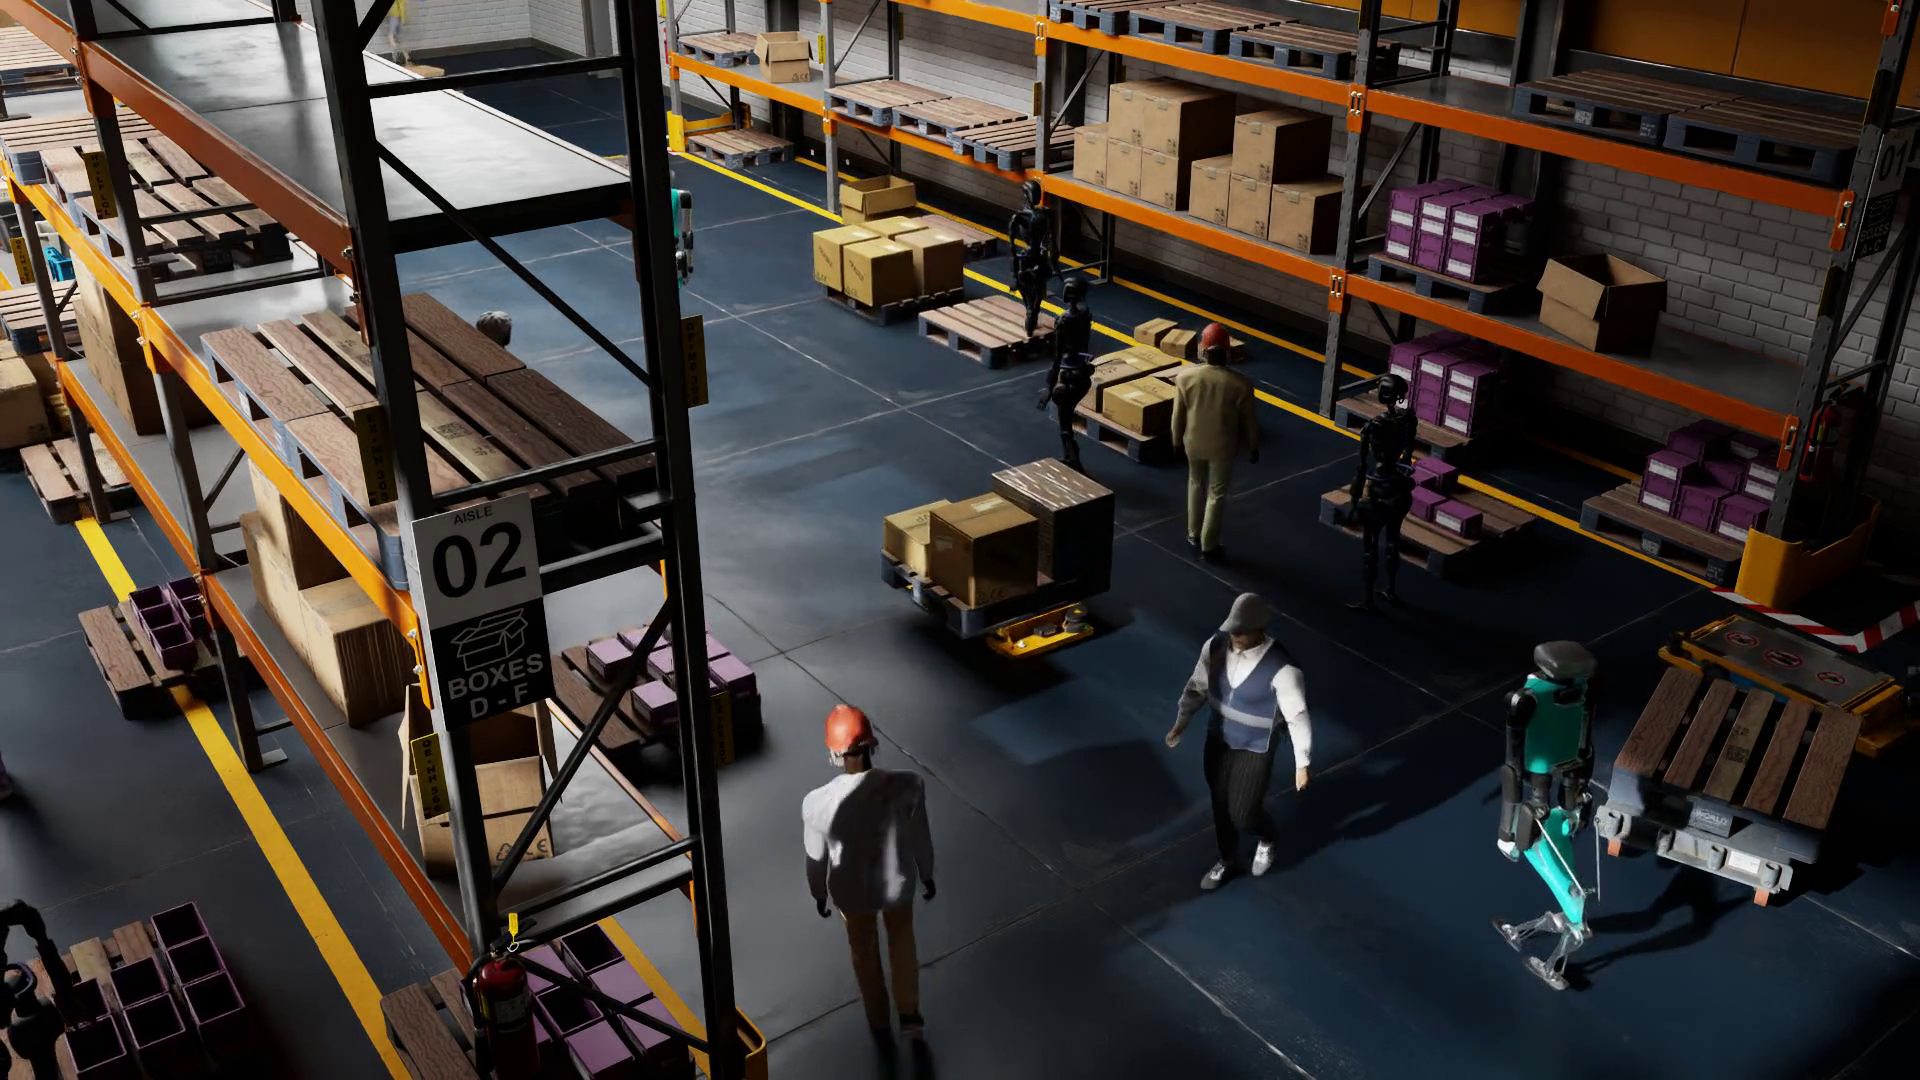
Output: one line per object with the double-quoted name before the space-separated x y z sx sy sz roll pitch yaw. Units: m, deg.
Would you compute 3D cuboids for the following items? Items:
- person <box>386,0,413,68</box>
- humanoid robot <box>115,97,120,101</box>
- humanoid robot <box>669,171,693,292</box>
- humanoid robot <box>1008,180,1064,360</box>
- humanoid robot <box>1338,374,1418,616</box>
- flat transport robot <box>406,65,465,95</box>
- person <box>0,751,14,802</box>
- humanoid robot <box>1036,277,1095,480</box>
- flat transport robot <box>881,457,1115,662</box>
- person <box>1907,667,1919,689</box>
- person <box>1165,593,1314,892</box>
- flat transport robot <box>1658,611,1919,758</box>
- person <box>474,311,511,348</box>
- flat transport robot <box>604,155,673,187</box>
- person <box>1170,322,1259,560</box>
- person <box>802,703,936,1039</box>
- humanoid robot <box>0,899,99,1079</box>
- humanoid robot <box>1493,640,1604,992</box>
"person" -9.415 -8.618 27.362 0.482 1.863 0.794 21 34 36
"humanoid robot" -11.707 -6.063 22.497 0.635 1.627 0.596 1 27 1
"humanoid robot" -2.716 -2.479 15.290 0.542 1.727 1.030 -2 27 -3
"humanoid robot" 0.703 -2.506 15.409 0.586 1.649 0.515 -19 32 -32
"humanoid robot" 2.794 -0.309 11.018 0.599 1.657 0.315 -18 32 -32
"flat transport robot" -7.519 -5.738 23.401 0.659 0.231 1.431 0 27 0
"person" -5.552 0.593 8.987 0.406 1.905 0.650 -17 31 -30
"humanoid robot" 0.843 -1.244 12.910 0.502 1.652 0.601 15 30 27
"flat transport robot" 0.213 0.374 11.244 0.659 0.231 1.431 -17 31 -30
"person" 6.104 0.215 9.746 0.708 1.911 0.639 3 27 5
"person" 1.409 1.021 8.317 0.747 1.745 0.490 22 34 37
"flat transport robot" 5.153 0.856 10.285 0.659 0.231 1.431 -18 32 -31
"person" -3.170 -0.717 11.652 0.511 1.845 0.343 15 30 27
"flat transport robot" -4.308 -4.691 21.318 0.659 0.231 1.431 -18 32 -32
"person" 1.811 -0.697 11.740 0.615 1.735 0.445 12 29 23
"person" -0.404 1.494 7.385 0.581 1.726 0.389 -7 27 -13
"humanoid robot" -3.778 1.932 6.583 0.329 1.644 0.615 22 34 37
"humanoid robot" 2.799 1.375 7.651 0.540 1.788 0.864 -13 30 -24
